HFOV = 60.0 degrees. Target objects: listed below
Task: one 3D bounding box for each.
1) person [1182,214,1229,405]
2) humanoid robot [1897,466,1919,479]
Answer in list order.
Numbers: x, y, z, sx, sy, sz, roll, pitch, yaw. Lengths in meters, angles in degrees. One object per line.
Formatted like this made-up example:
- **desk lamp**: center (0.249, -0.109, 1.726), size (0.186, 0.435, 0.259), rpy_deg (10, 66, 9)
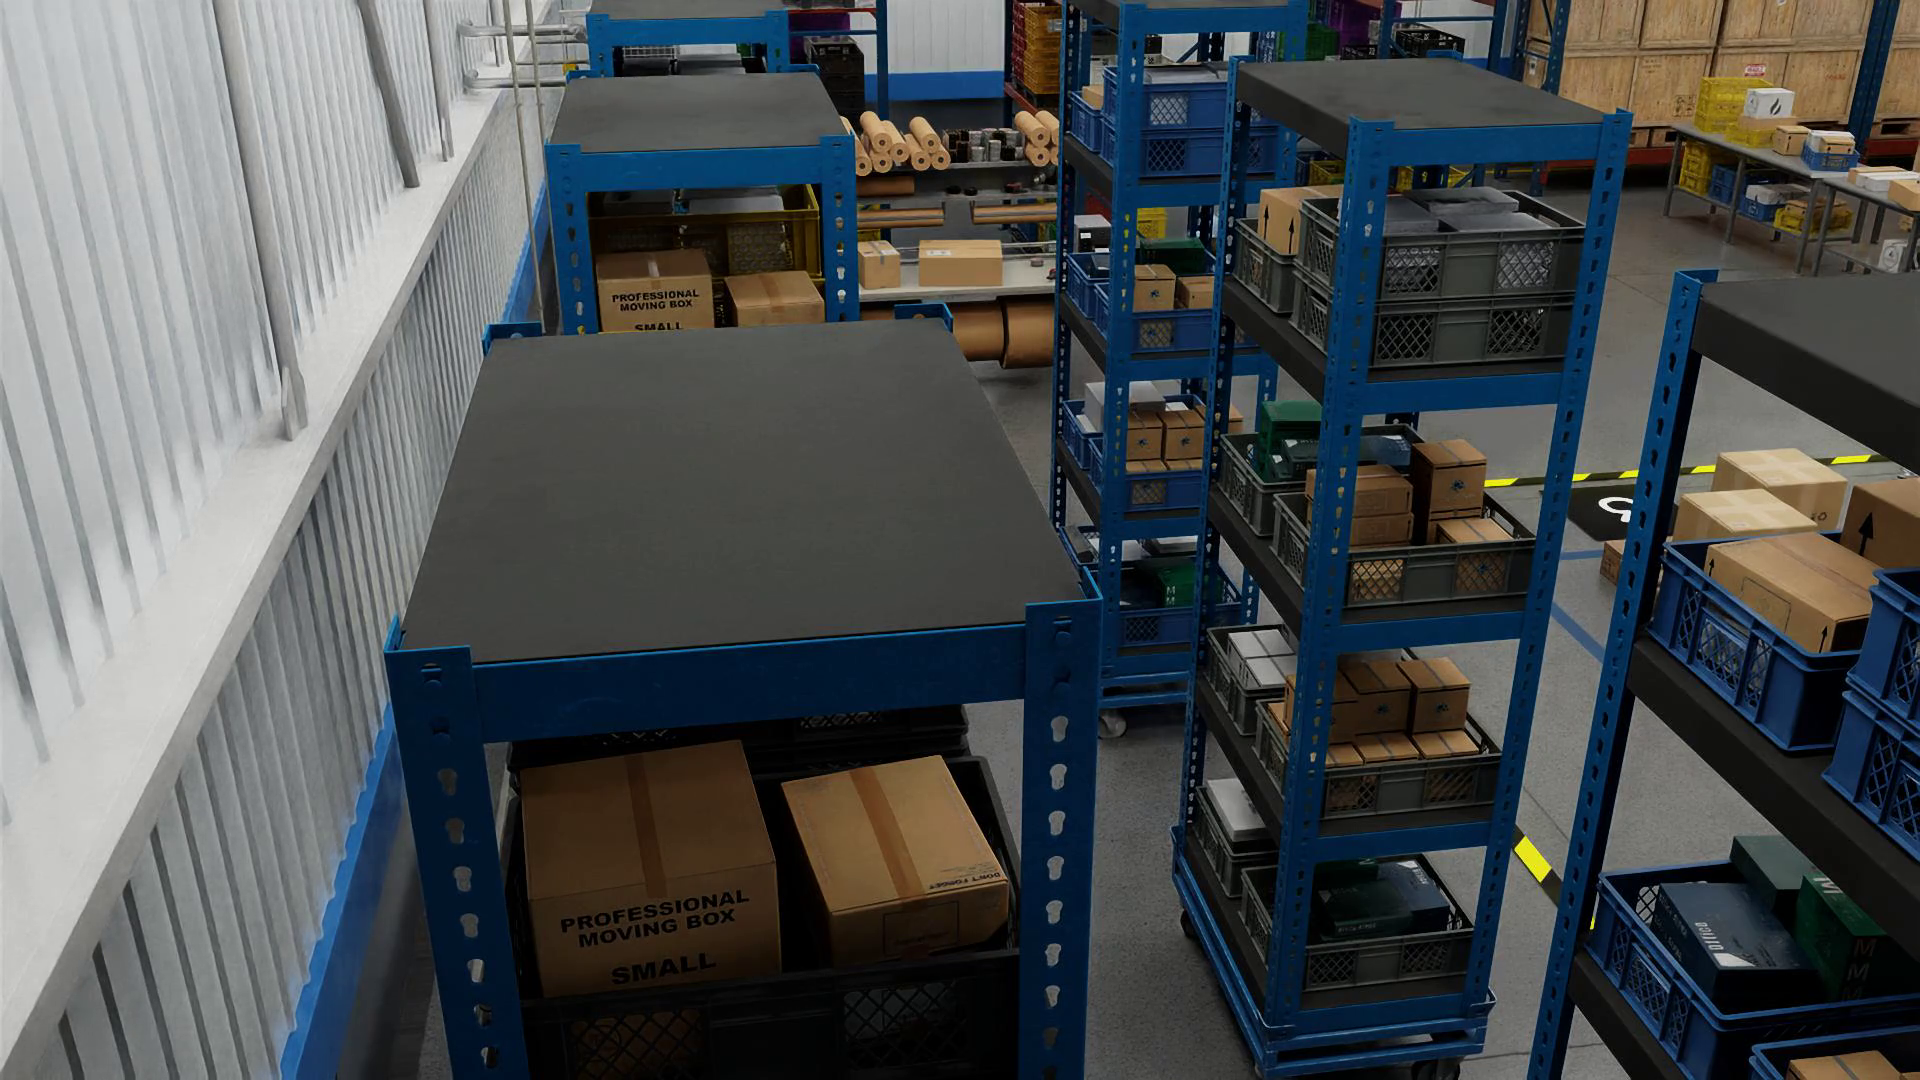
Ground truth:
- **person**: center (1.627, -1.278, 11.181), size (0.382, 1.851, 0.596), rpy_deg (-5, 25, -11)
- **humanoid robot**: center (6.431, -1.143, 10.866), size (0.735, 1.677, 0.533), rpy_deg (-11, 27, -22)
